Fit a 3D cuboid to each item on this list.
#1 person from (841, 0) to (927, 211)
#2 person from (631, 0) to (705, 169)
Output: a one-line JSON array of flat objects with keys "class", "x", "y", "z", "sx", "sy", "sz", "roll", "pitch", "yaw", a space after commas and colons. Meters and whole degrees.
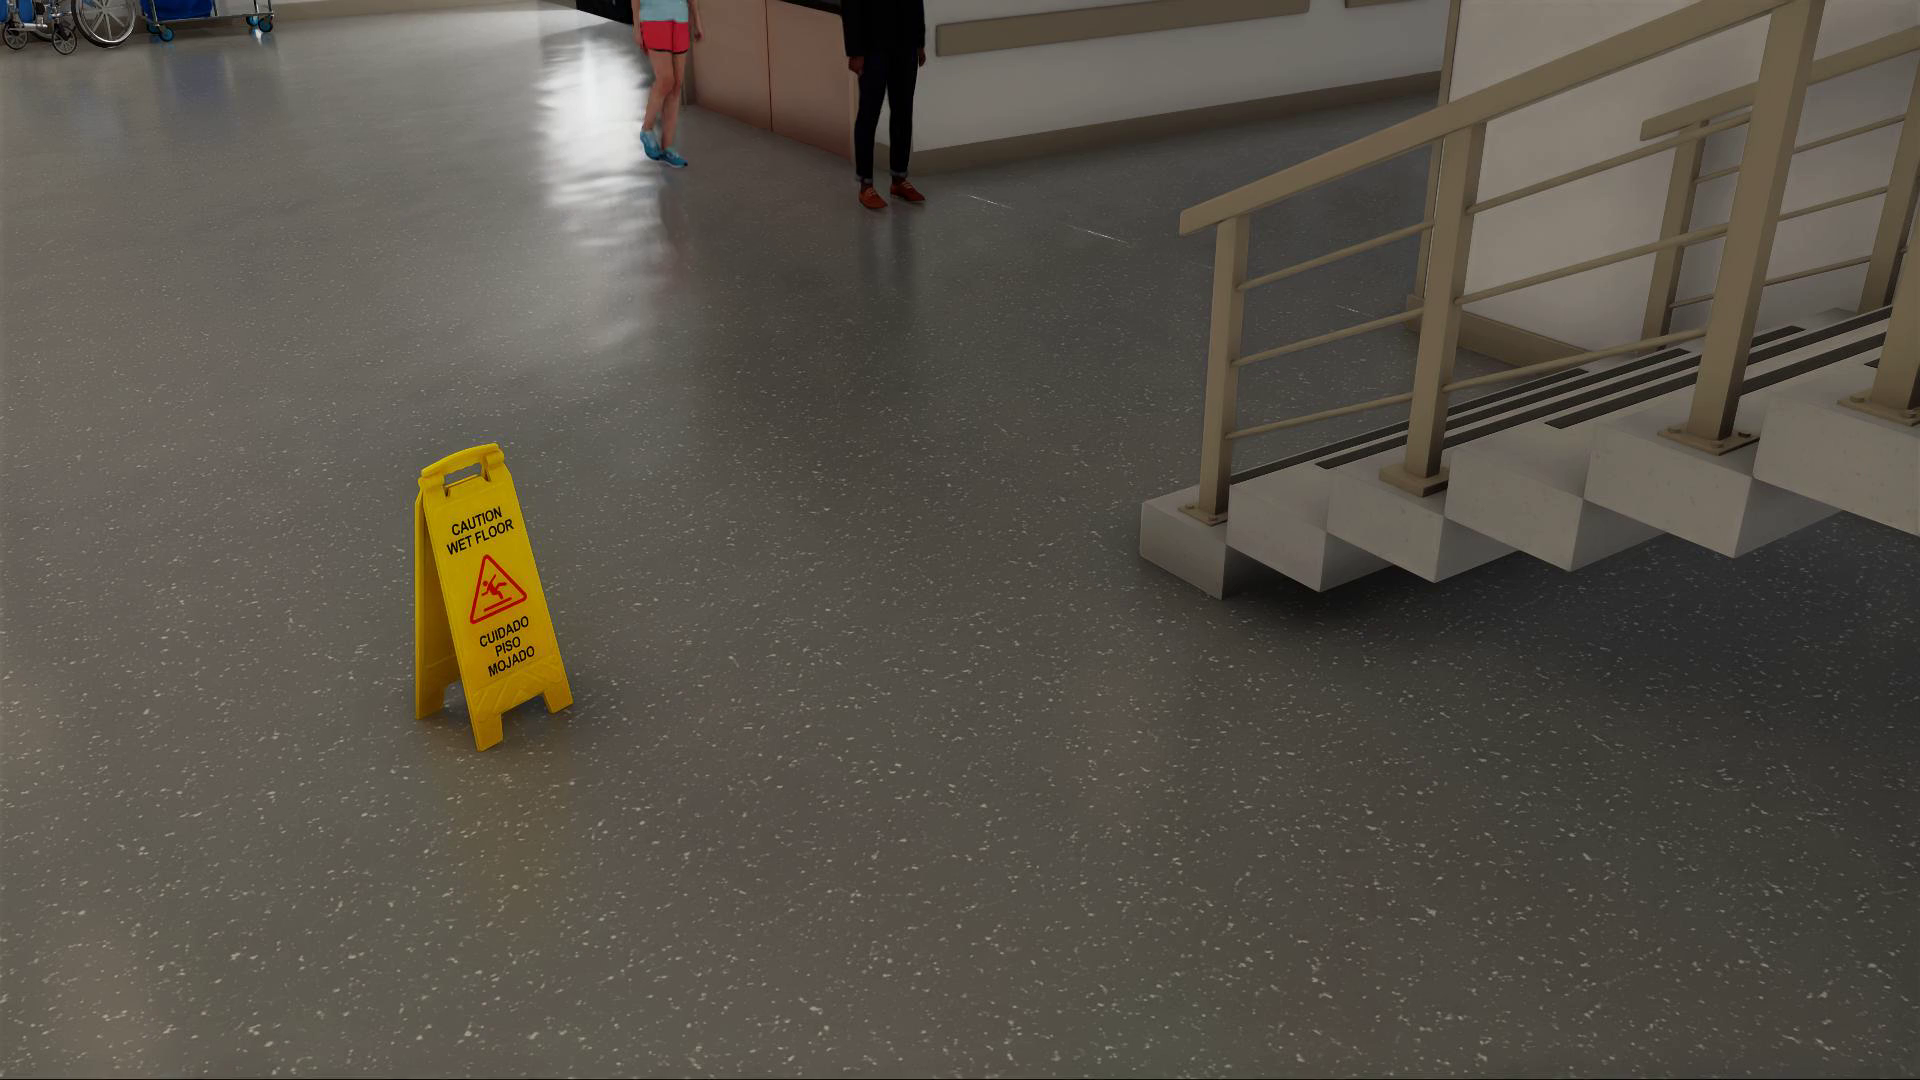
[{"class": "person", "x": -0.426, "y": -2.817, "z": 9.427, "sx": 0.703, "sy": 1.819, "sz": 0.601, "roll": -18, "pitch": 31, "yaw": -33}, {"class": "person", "x": -1.876, "y": -3.190, "z": 10.277, "sx": 0.625, "sy": 1.754, "sz": 0.706, "roll": -22, "pitch": 33, "yaw": -38}]
